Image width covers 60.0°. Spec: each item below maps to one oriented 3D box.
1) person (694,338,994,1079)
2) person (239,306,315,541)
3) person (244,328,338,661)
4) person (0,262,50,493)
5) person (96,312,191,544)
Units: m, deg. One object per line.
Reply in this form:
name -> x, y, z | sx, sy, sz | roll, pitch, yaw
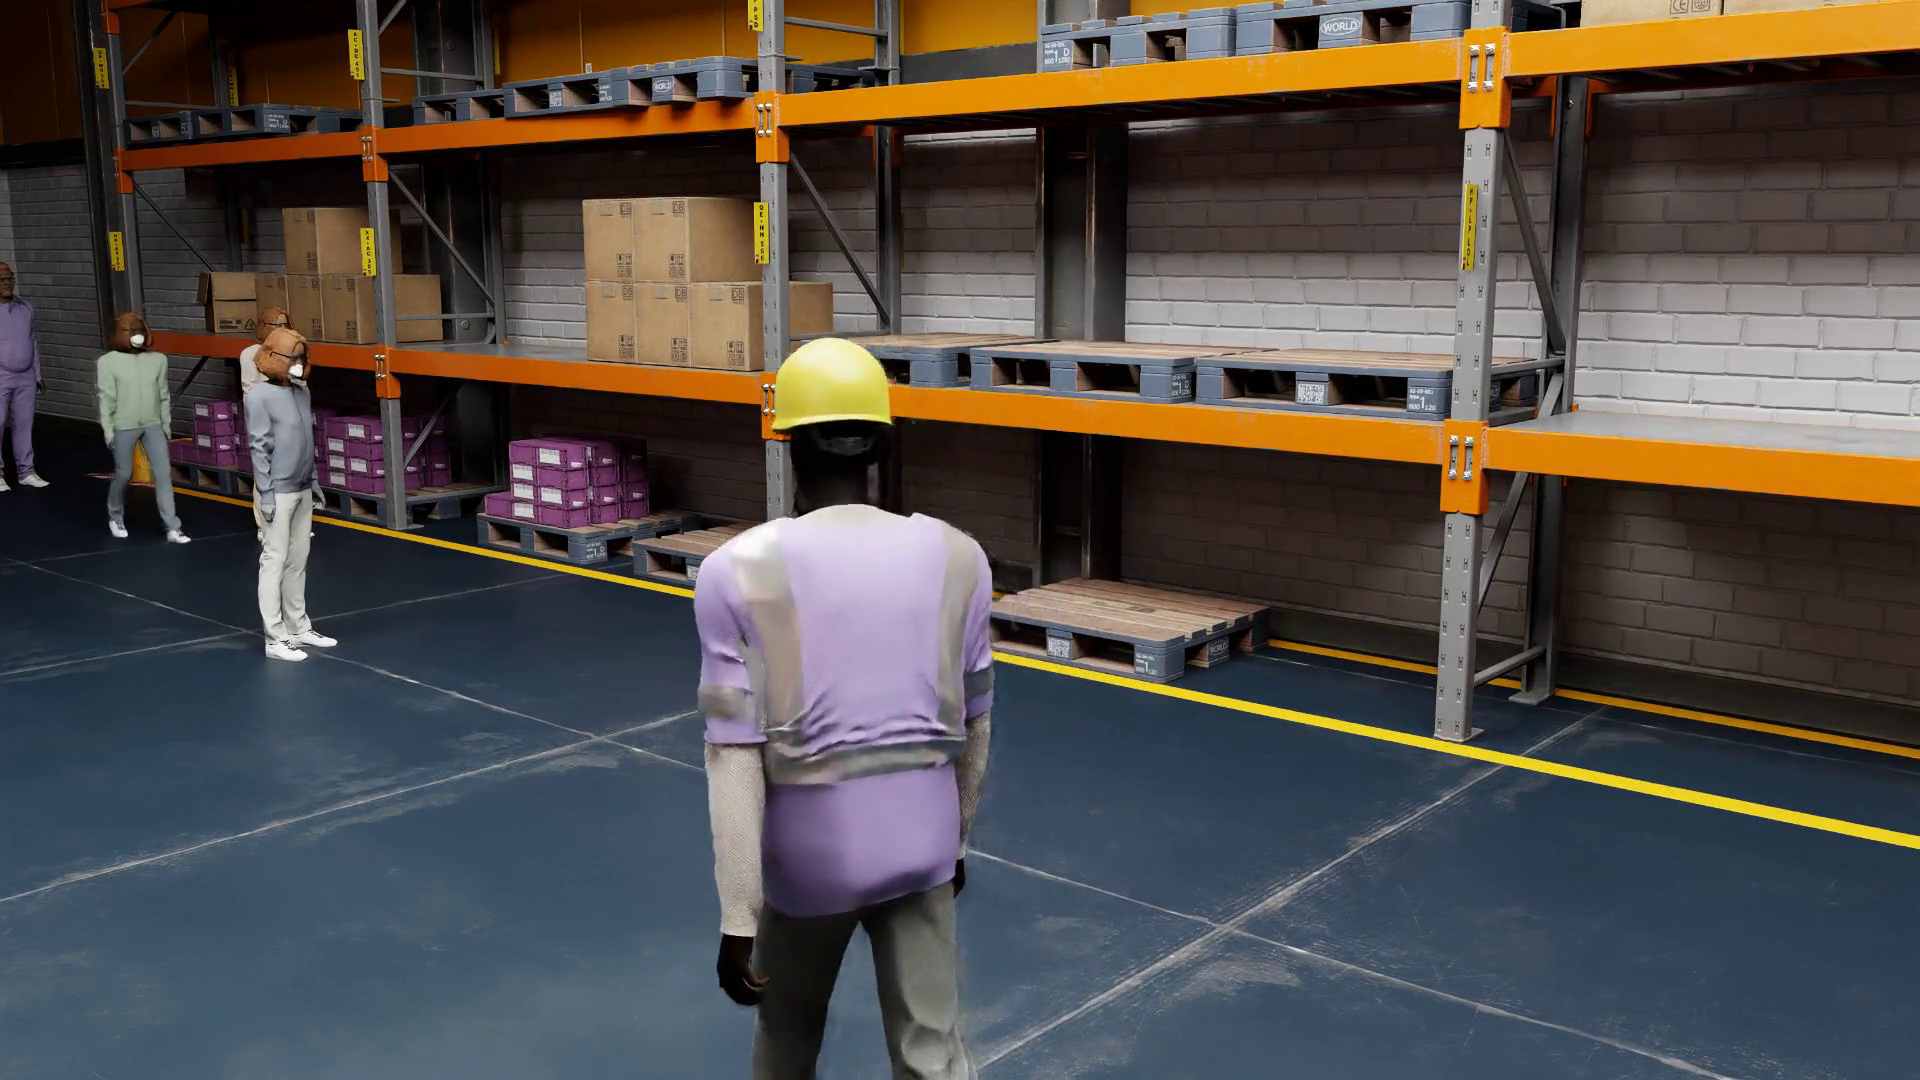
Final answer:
person -> -0.205, 0.563, 3.110 | 0.595, 1.851, 1.066 | -4, 11, -21
person -> -4.715, -0.796, 11.498 | 0.276, 1.629, 0.497 | 7, 12, 34
person -> -3.326, -0.231, 8.253 | 0.279, 1.633, 0.498 | 2, 10, 9
person -> -7.951, -1.360, 13.905 | 0.403, 1.906, 0.652 | 5, 11, 24
person -> -5.699, -0.781, 11.507 | 0.828, 1.593, 0.513 | 9, 13, 41
